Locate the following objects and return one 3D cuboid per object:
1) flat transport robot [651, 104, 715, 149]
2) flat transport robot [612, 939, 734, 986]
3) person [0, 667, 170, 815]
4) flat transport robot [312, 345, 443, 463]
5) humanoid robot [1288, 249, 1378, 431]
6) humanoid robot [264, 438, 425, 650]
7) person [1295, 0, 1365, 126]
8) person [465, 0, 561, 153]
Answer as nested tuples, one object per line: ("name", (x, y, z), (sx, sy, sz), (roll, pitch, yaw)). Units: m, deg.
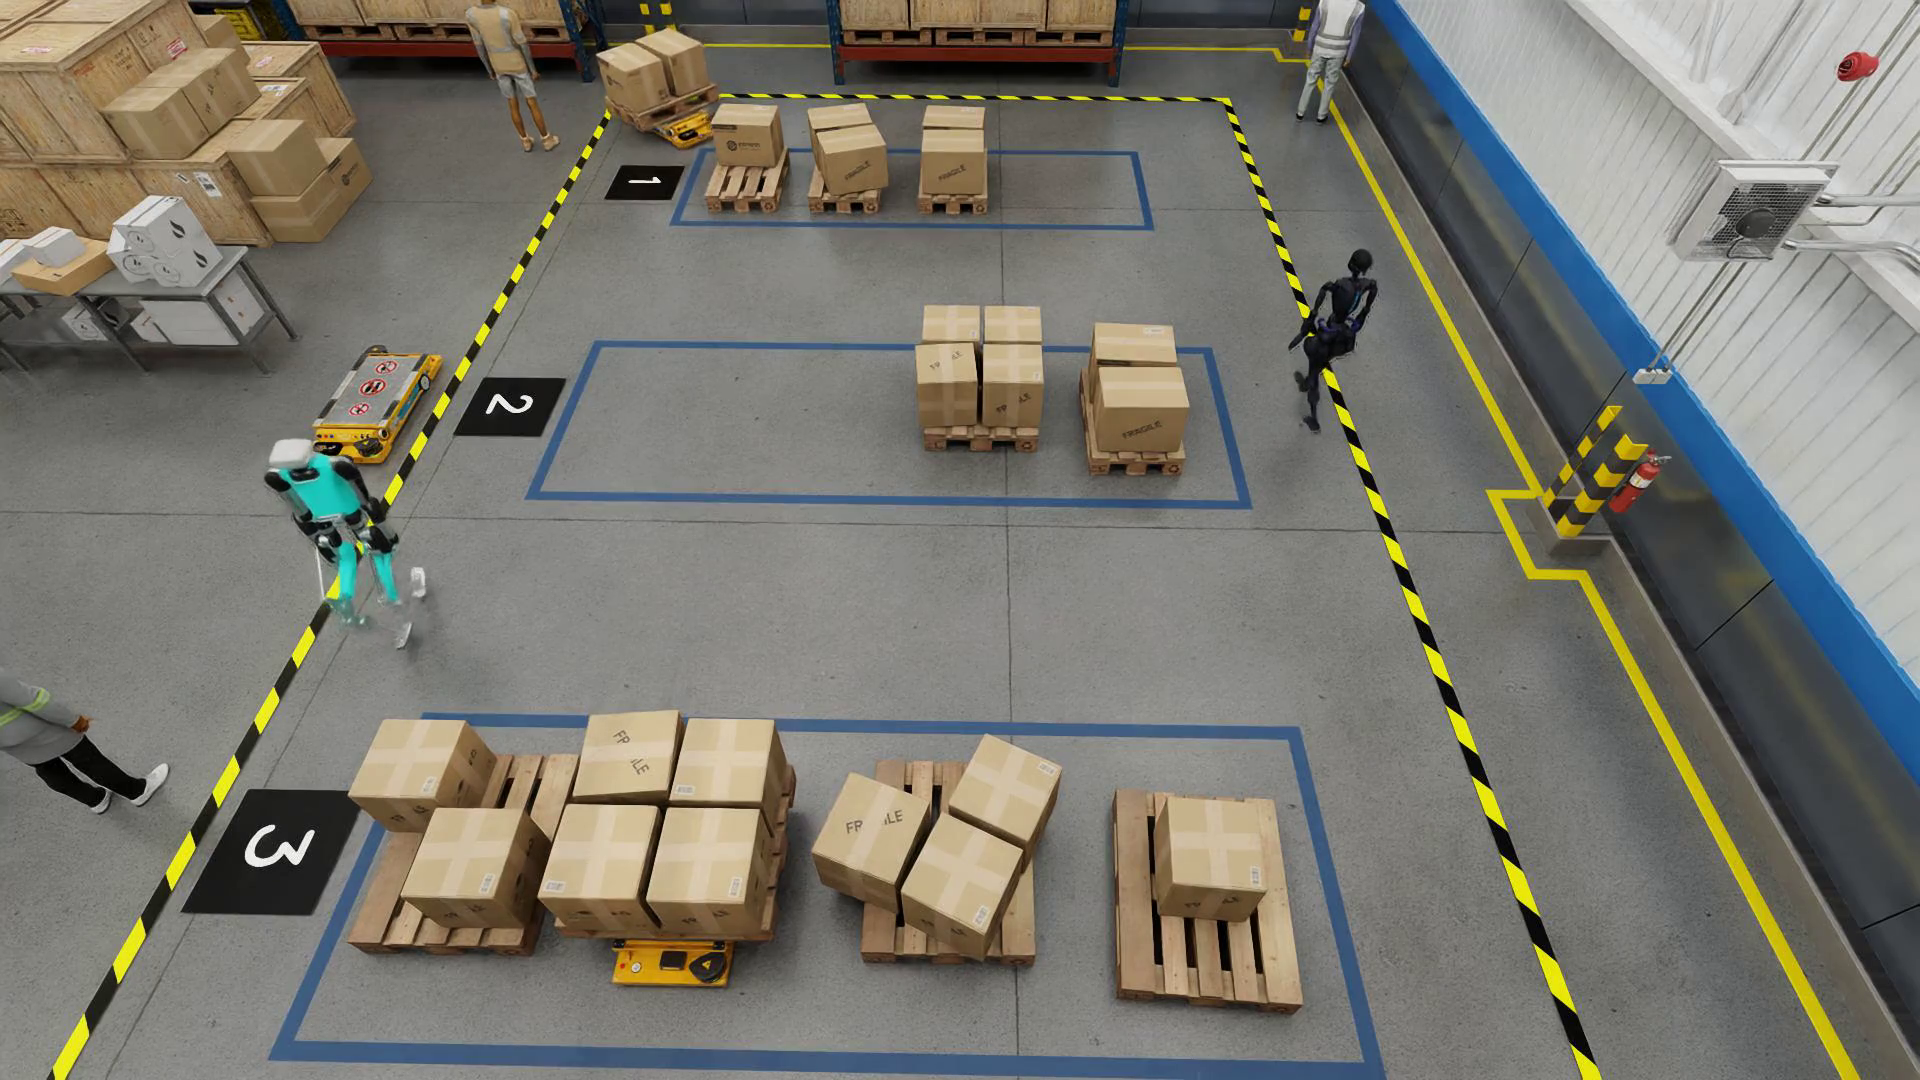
("flat transport robot", (-3.843, -5.595, 12.083), (1.431, 0.197, 0.652), (35, 58, 26))
("flat transport robot", (-1.659, 1.971, 5.681), (0.652, 0.197, 1.431), (1, 50, 1))
("person", (-5.551, 1.065, 5.428), (0.597, 1.850, 0.397), (-7, 50, -6))
("flat transport robot", (-5.383, -1.269, 8.441), (0.659, 0.231, 1.431), (1, 50, 1))
("humanoid robot", (3.215, -1.793, 7.998), (0.593, 1.628, 0.793), (-7, 50, -6))
("humanoid robot", (-4.169, 0.121, 6.295), (0.530, 1.740, 0.987), (-10, 51, -9))
("person", (4.686, -6.213, 11.599), (0.599, 1.830, 0.404), (18, 52, 15))
("person", (-5.424, -5.725, 11.059), (0.607, 2.030, 0.406), (0, 50, 0))
